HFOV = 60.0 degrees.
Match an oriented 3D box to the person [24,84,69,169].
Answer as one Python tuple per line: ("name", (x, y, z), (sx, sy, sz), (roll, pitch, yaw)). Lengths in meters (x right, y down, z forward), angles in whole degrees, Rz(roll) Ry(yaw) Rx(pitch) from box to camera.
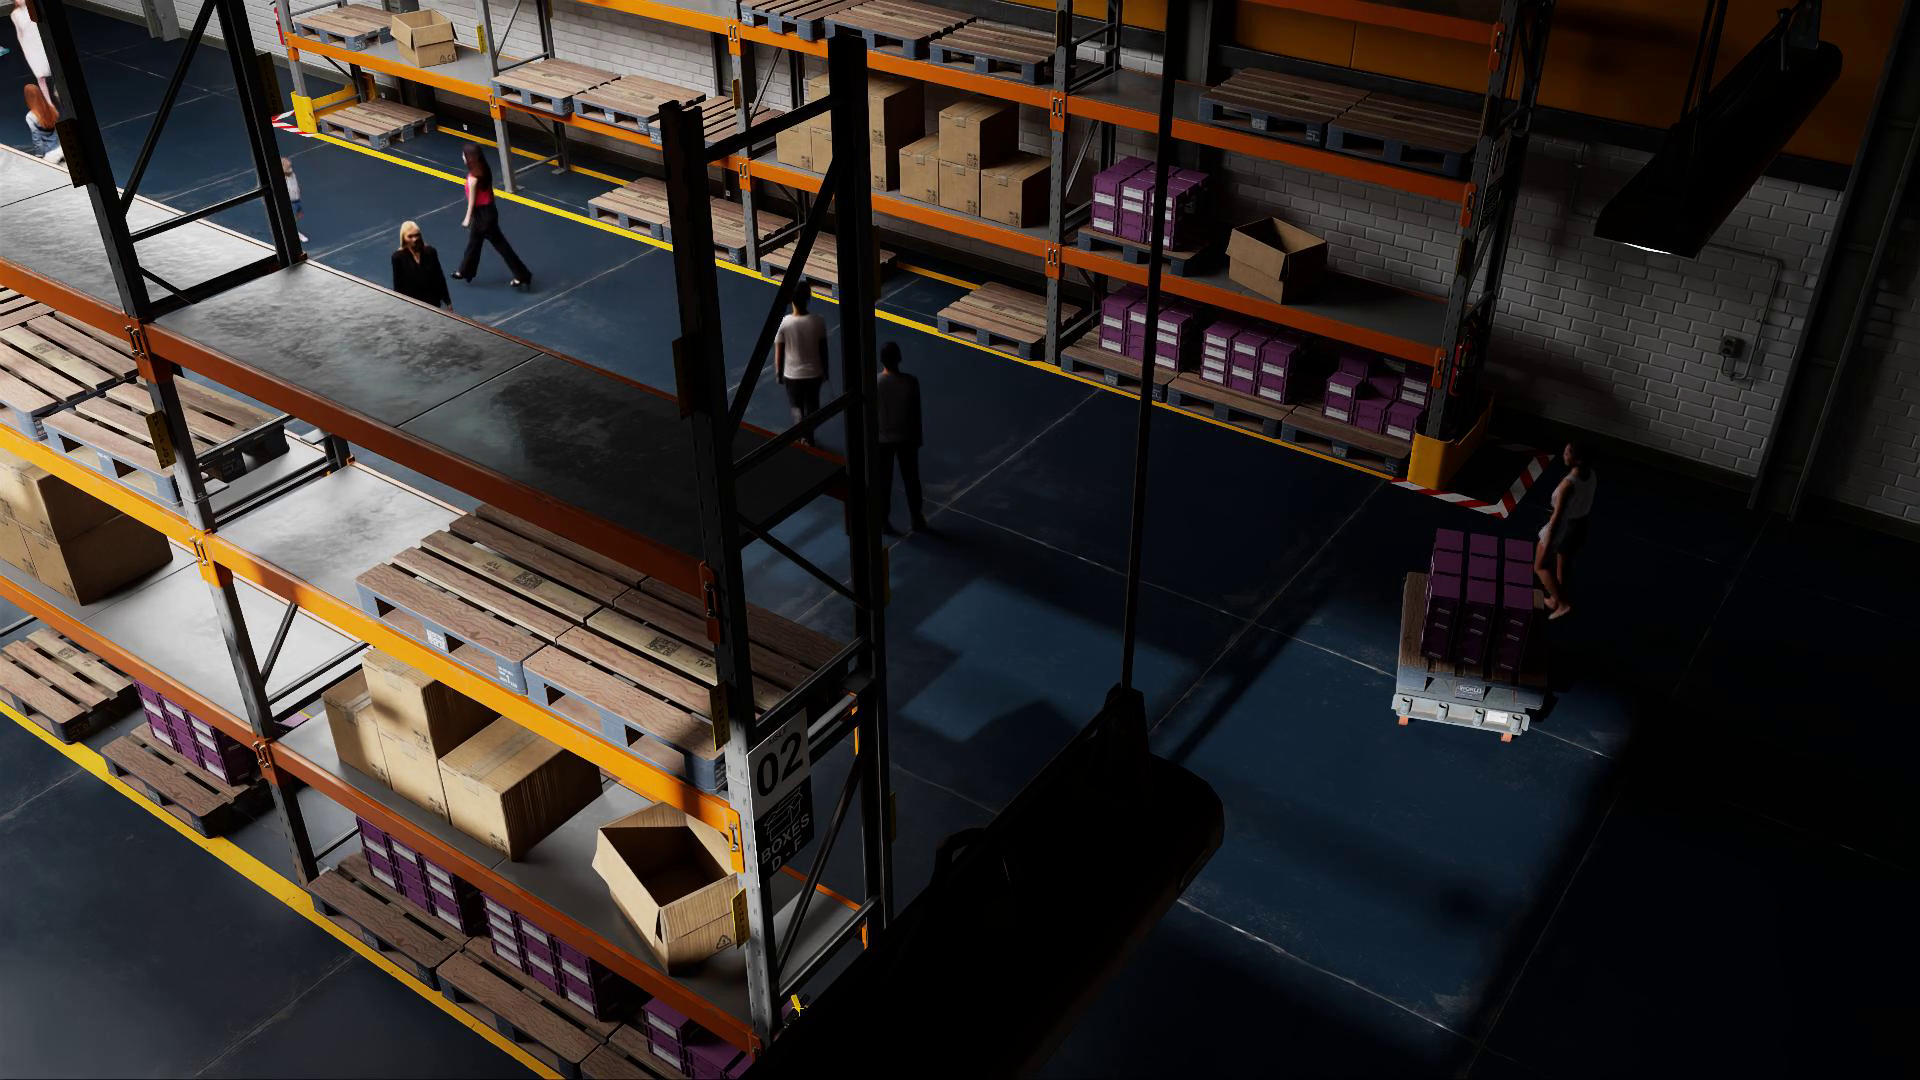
("person", (-10.593, -4.486, 19.443), (0.644, 1.701, 0.684), (8, 34, 11))

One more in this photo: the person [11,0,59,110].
("person", (-12.524, -6.657, 22.651), (0.973, 1.765, 1.133), (-12, 35, -17))

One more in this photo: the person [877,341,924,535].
("person", (-0.550, -0.861, 13.941), (0.688, 1.754, 0.749), (-5, 34, -8))

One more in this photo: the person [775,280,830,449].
("person", (-1.403, -1.500, 14.949), (0.995, 1.703, 1.076), (-7, 34, -11))

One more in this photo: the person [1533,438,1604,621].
("person", (4.734, -0.054, 12.842), (0.692, 1.627, 0.762), (-20, 39, -27))

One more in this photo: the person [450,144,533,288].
("person", (-5.047, -3.445, 17.965), (1.192, 1.602, 1.043), (-1, 34, -2))

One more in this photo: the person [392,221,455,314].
("person", (-5.162, -2.210, 15.912), (0.757, 1.819, 0.878), (-23, 40, -30))

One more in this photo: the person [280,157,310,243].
("person", (-7.784, -3.953, 19.262), (0.597, 1.014, 0.474), (15, 36, 21))
